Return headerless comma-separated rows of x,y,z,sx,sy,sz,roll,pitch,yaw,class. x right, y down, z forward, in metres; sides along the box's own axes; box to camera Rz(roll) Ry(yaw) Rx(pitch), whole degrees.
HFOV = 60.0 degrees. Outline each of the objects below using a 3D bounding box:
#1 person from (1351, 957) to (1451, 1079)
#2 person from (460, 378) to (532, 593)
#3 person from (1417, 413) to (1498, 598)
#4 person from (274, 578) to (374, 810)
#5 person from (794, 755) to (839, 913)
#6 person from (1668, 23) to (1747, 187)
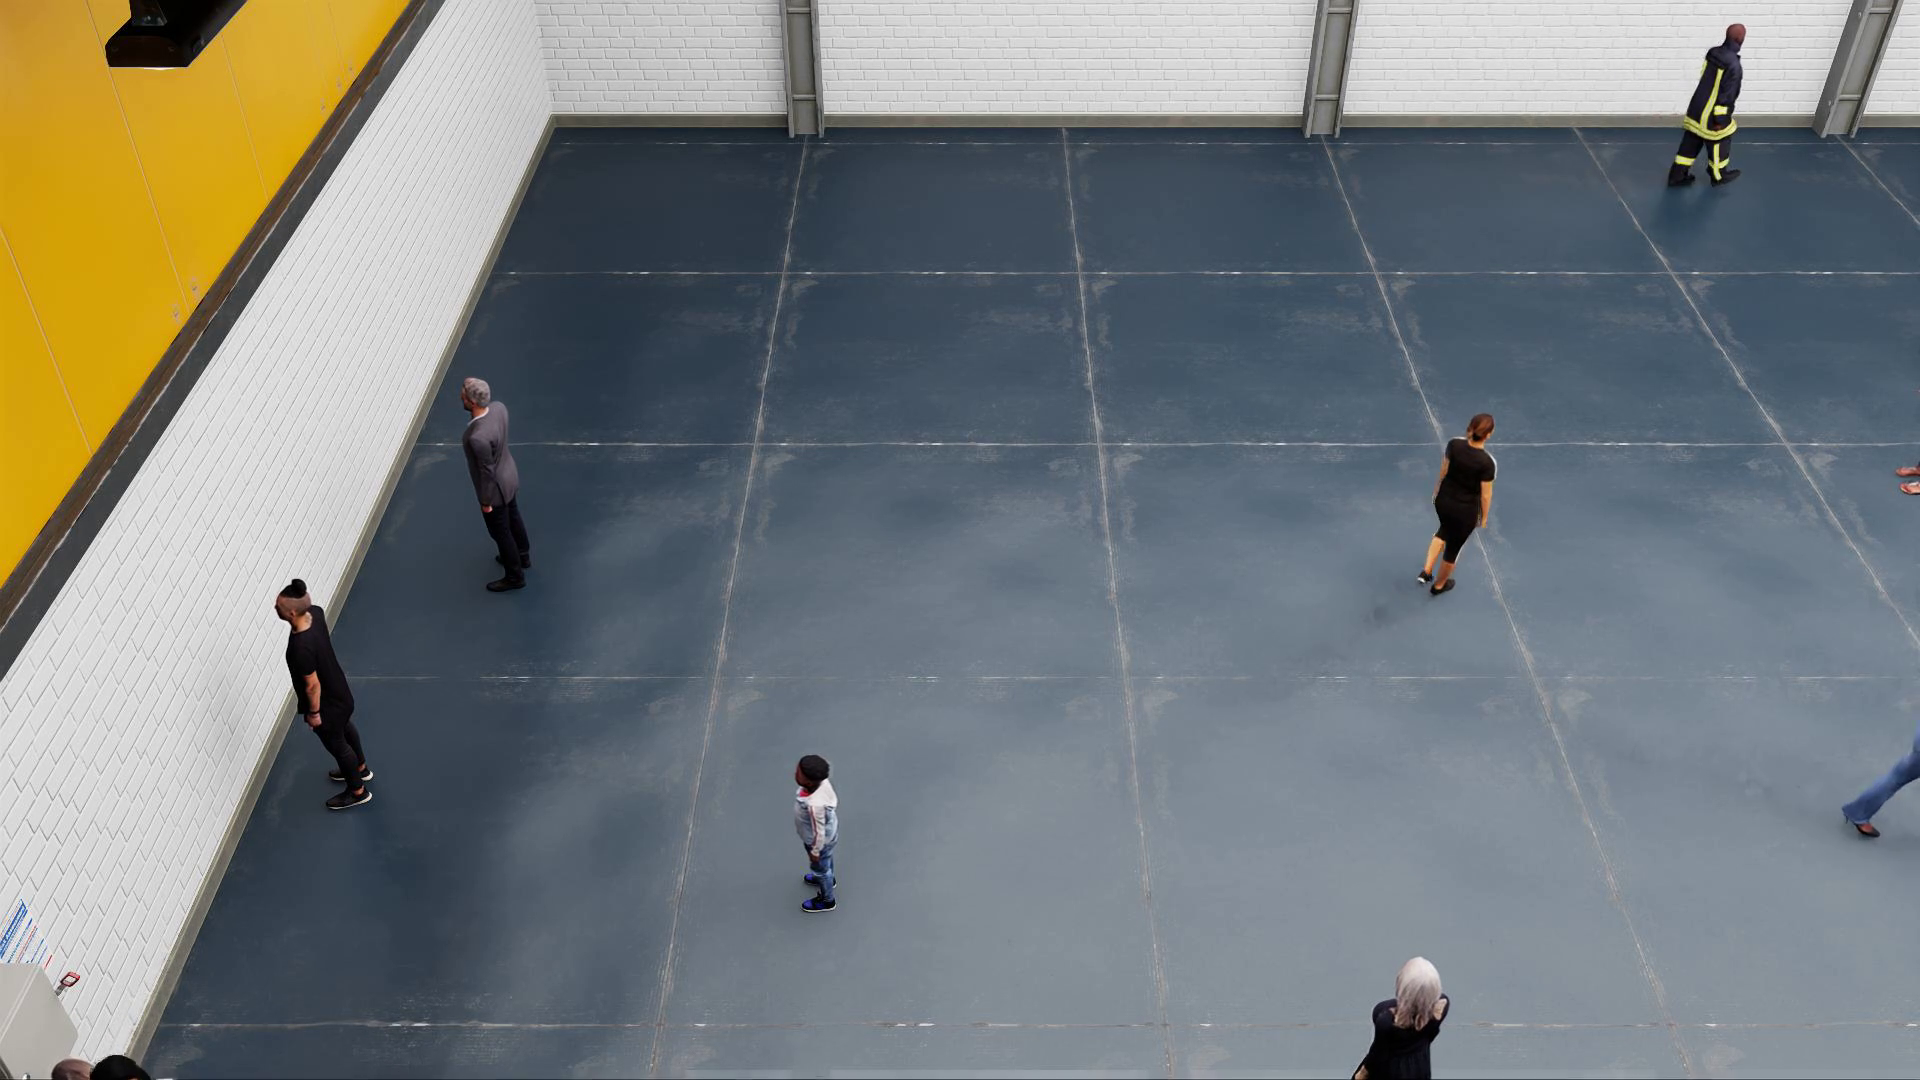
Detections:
2.259,2.741,8.635,0.624,1.747,0.738,-14,41,-17,person
-3.512,-0.442,12.543,0.571,1.842,0.702,0,39,0,person
3.672,-0.230,12.423,0.781,1.662,0.737,-24,45,-27,person
-4.124,0.972,10.755,0.656,1.864,0.726,-8,39,-10,person
-0.872,1.785,10.222,0.474,1.260,0.476,0,39,1,person
7.999,-4.636,17.828,1.064,1.801,0.883,-7,39,-8,person
